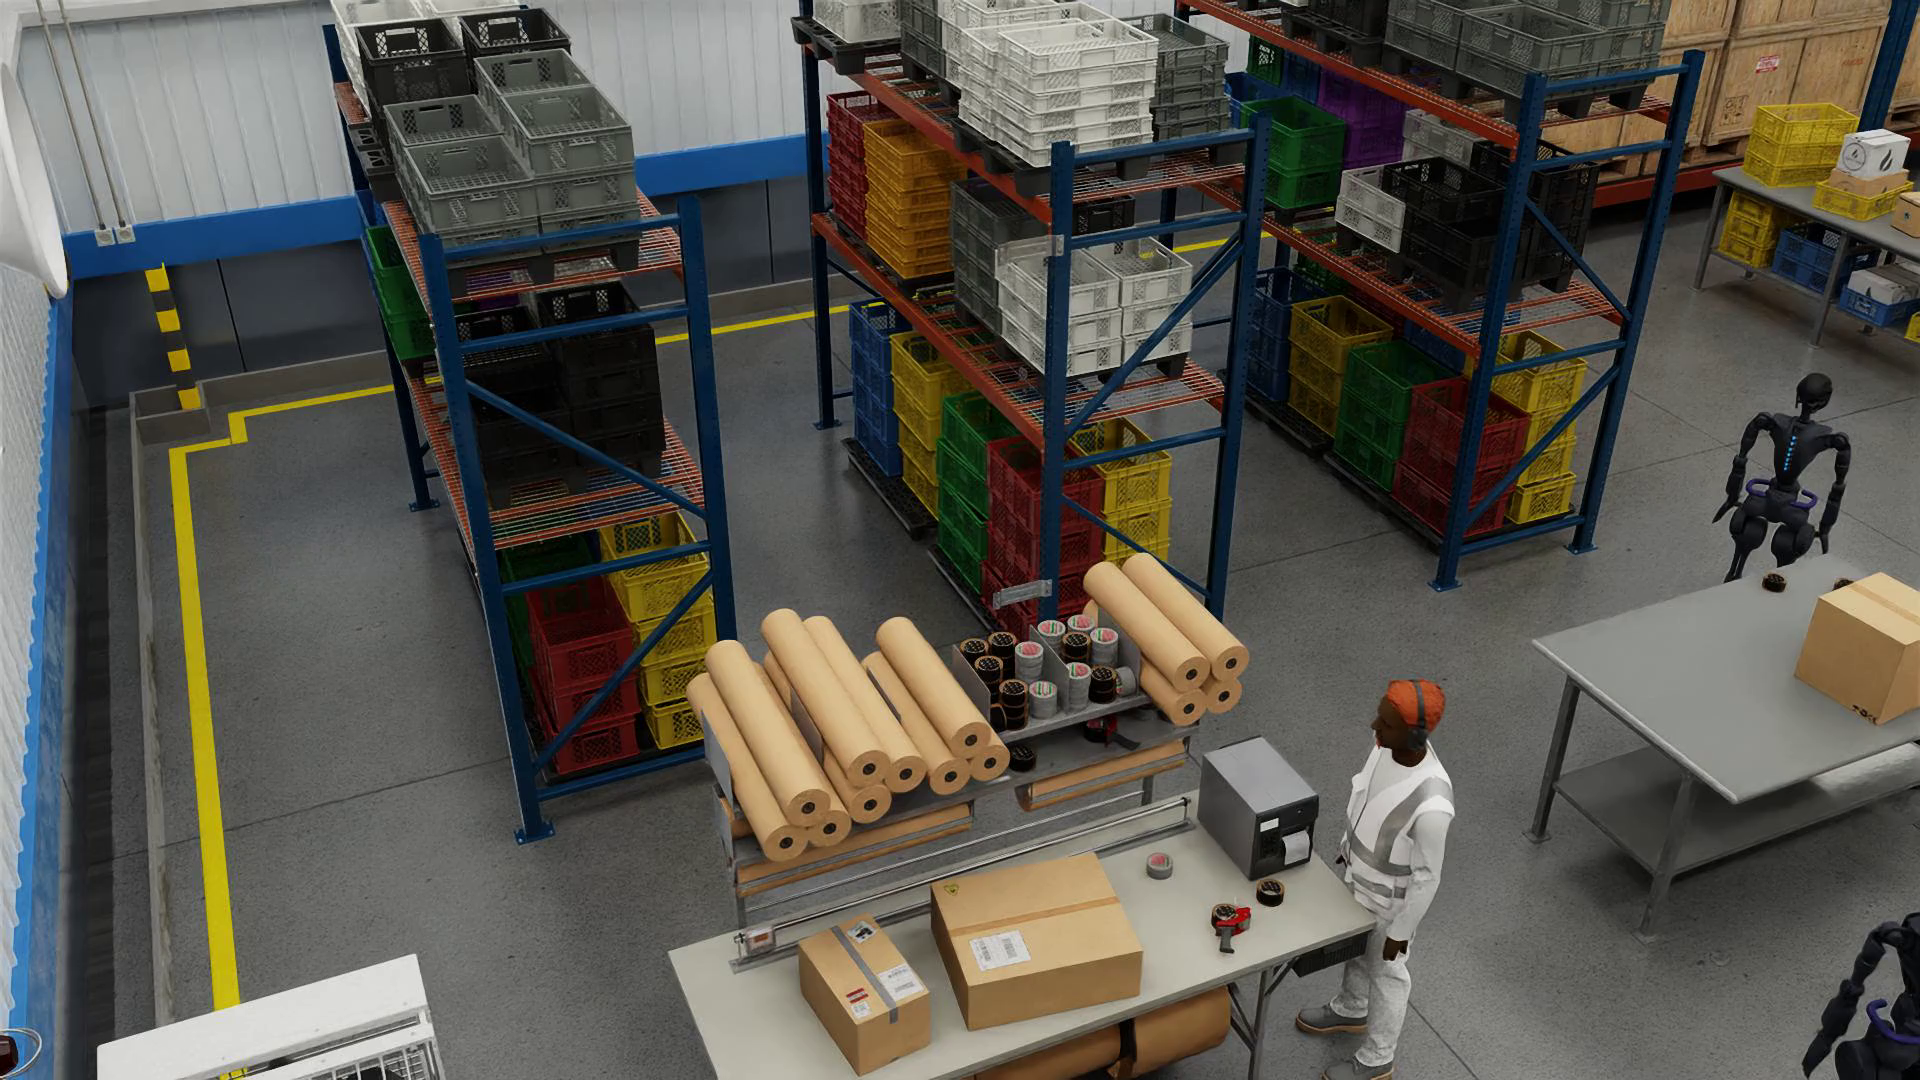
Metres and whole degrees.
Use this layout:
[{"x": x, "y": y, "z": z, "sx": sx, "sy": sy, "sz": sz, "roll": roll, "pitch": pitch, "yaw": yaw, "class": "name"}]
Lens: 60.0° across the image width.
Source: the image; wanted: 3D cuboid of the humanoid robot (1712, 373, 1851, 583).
[{"x": 4.329, "y": -0.129, "z": 8.824, "sx": 0.605, "sy": 1.657, "sz": 0.316, "roll": 21, "pitch": 38, "yaw": 31, "class": "humanoid robot"}]

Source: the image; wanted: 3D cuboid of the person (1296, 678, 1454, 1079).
[{"x": 1.597, "y": 1.304, "z": 6.314, "sx": 0.356, "sy": 1.882, "sz": 0.573, "roll": -5, "pitch": 32, "yaw": -8, "class": "person"}]

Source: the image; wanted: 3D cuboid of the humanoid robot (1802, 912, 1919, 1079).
[{"x": 3.279, "y": 1.751, "z": 5.780, "sx": 0.574, "sy": 1.652, "sz": 0.324, "roll": -1, "pitch": 32, "yaw": -1, "class": "humanoid robot"}]
